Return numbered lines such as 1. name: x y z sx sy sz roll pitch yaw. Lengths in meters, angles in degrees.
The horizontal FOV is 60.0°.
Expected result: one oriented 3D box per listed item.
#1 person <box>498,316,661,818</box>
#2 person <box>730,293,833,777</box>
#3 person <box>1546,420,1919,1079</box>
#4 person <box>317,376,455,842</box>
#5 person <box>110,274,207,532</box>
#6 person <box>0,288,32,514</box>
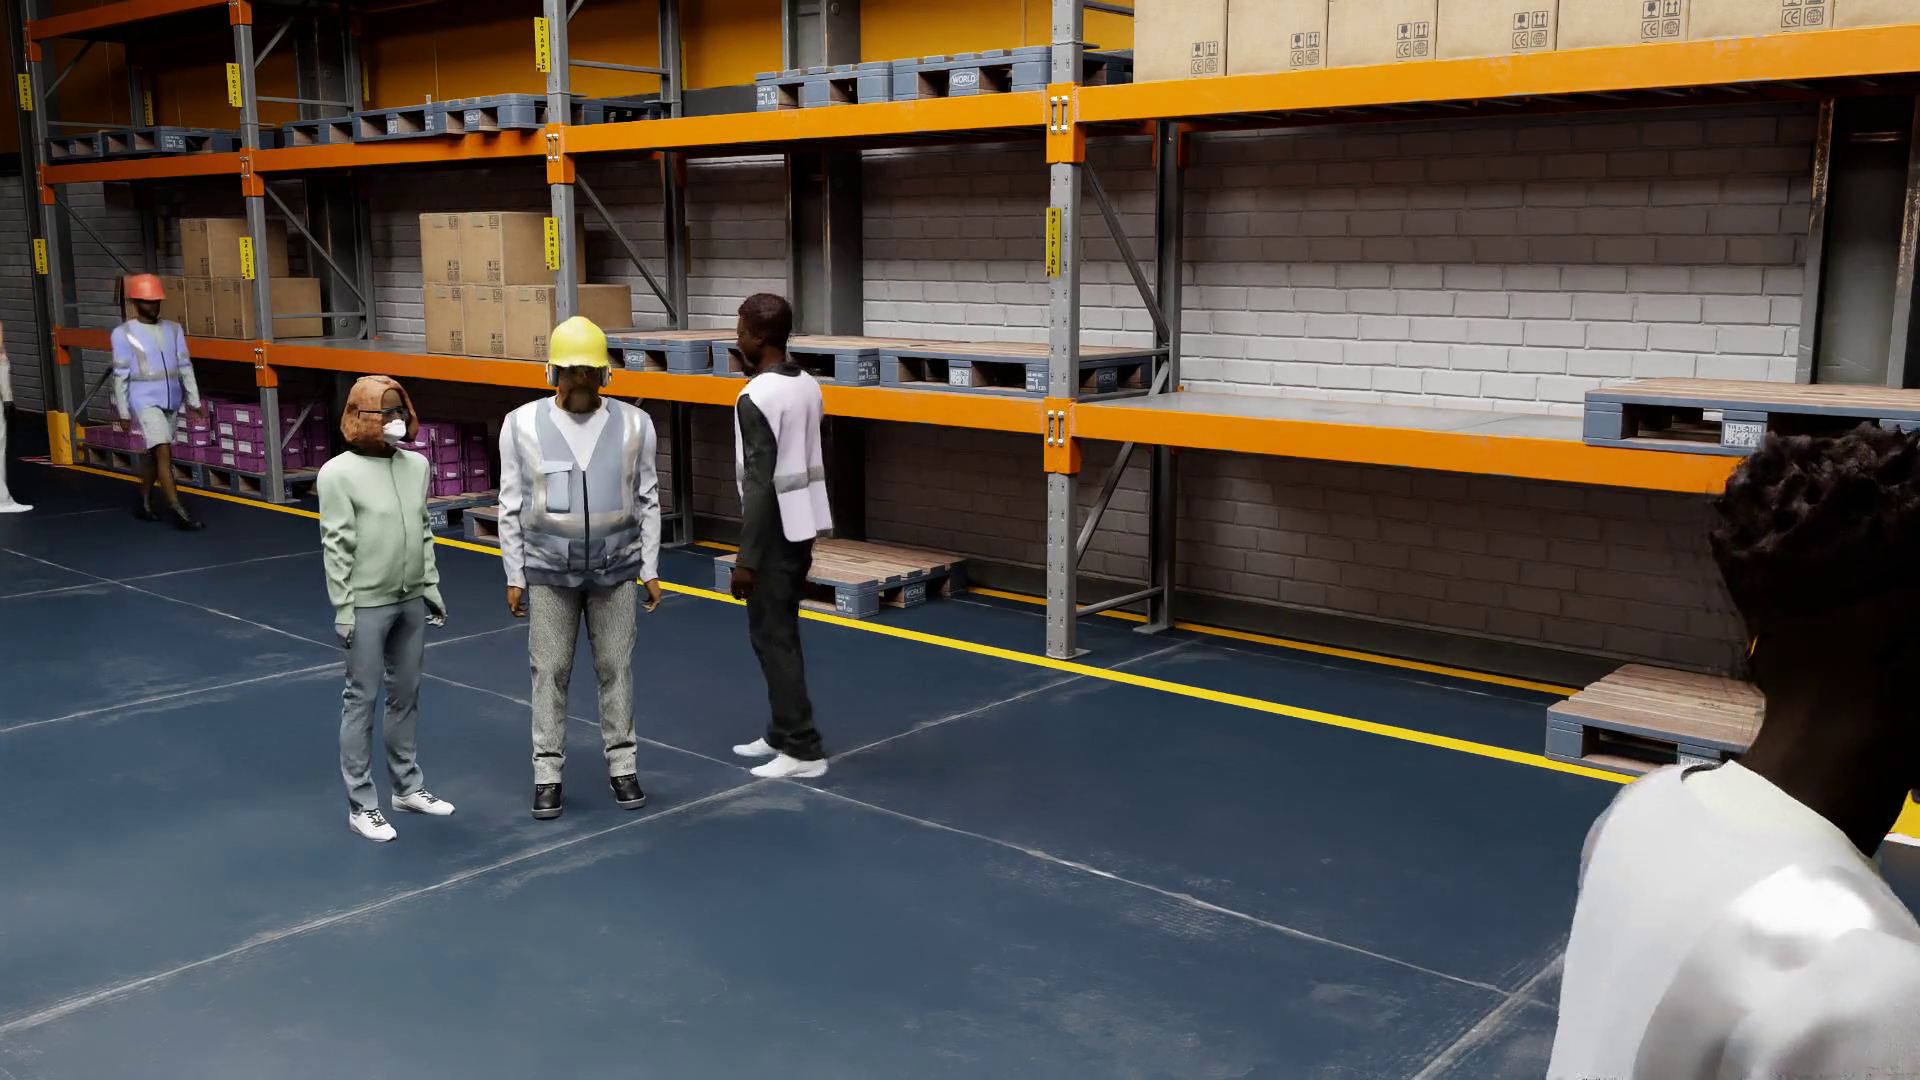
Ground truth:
1. person: -1.384 0.100 6.105 0.586 1.832 0.403 -3 11 -18
2. person: -0.726 -0.001 6.559 0.559 1.911 0.629 3 10 15
3. person: 0.612 0.856 1.537 0.584 1.930 0.666 2 10 9
4. person: -2.036 0.232 5.920 0.281 1.634 0.498 5 11 25
5. person: -5.990 -1.028 12.368 0.985 1.896 0.544 6 11 29
6. person: -7.619 -1.160 13.010 0.593 1.924 0.381 4 11 24
